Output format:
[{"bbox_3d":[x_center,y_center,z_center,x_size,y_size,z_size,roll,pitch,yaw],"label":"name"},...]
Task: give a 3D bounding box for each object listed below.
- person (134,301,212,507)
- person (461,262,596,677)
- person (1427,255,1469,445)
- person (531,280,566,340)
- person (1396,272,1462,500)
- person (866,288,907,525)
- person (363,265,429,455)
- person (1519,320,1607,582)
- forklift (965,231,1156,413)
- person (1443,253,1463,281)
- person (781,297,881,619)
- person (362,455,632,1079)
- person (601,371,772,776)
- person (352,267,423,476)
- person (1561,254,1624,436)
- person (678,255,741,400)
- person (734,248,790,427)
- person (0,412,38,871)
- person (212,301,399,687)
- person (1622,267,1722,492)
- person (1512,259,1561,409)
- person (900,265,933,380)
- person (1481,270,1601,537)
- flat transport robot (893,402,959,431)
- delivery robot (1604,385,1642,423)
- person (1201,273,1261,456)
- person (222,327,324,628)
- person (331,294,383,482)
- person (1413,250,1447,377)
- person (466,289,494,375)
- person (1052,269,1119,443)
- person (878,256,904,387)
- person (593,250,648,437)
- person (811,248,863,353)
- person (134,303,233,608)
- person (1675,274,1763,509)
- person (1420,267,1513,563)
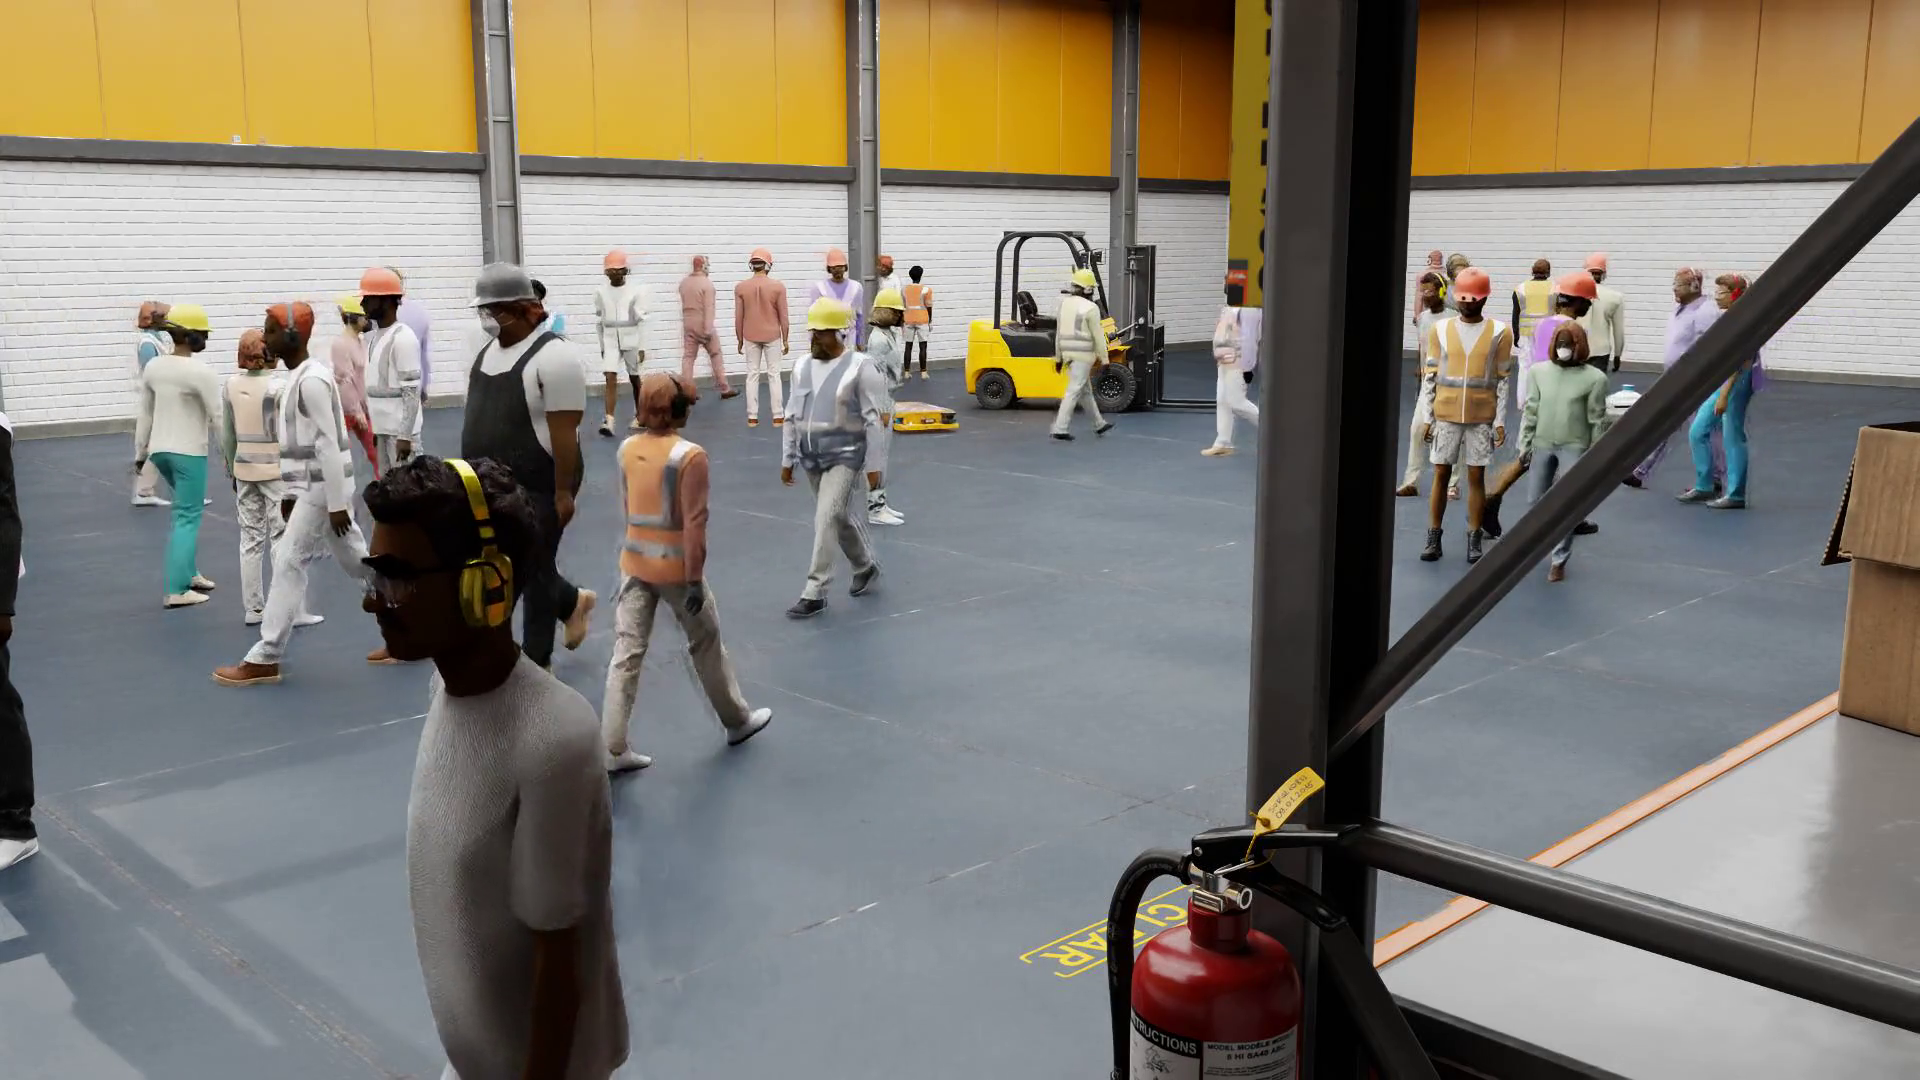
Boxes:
[{"bbox_3d":[-6.244,-1.054,13.060,0.592,1.617,0.531,-4,11,-21],"label":"person"},{"bbox_3d":[-2.027,-0.326,7.922,0.688,2.000,0.724,8,13,36],"label":"person"},{"bbox_3d":[5.023,-1.915,16.912,0.663,1.934,0.379,-5,12,-26],"label":"person"},{"bbox_3d":[-4.259,-1.800,16.913,0.547,1.684,0.502,0,10,2],"label":"person"},{"bbox_3d":[3.837,-1.224,13.419,0.628,1.838,0.522,-7,12,-33],"label":"person"},{"bbox_3d":[-0.548,-0.993,12.378,0.313,1.740,0.486,0,10,2],"label":"person"},{"bbox_3d":[-4.356,-1.206,13.126,0.842,1.910,0.648,6,12,28],"label":"person"},{"bbox_3d":[3.781,-0.571,10.404,0.496,1.613,0.544,8,13,38],"label":"person"},{"bbox_3d":[1.222,-2.721,20.561,2.313,2.155,1.214,2,11,13],"label":"forklift"},{"bbox_3d":[6.538,-2.827,21.945,0.535,1.897,0.649,-8,13,-38],"label":"person"},{"bbox_3d":[-0.724,-0.497,9.544,0.606,1.792,0.921,7,13,34],"label":"person"},{"bbox_3d":[-0.743,0.802,2.333,0.913,1.830,0.554,-8,13,-37],"label":"person"},{"bbox_3d":[-1.156,0.117,6.709,0.538,1.585,0.851,8,13,37],"label":"person"},{"bbox_3d":[-3.499,-0.698,10.230,0.364,1.939,0.542,-8,13,-37],"label":"person"},{"bbox_3d":[6.356,-1.900,16.782,0.641,1.952,1.018,4,11,20],"label":"person"},{"bbox_3d":[-3.294,-2.750,21.614,0.651,1.869,0.919,8,13,37],"label":"person"},{"bbox_3d":[-2.200,-2.249,18.562,0.611,1.985,0.393,1,10,4],"label":"person"},{"bbox_3d":[-3.374,0.166,5.571,0.588,1.920,0.392,4,11,22],"label":"person"},{"bbox_3d":[-3.094,-0.238,8.044,0.998,1.831,0.594,-5,11,-23],"label":"person"},{"bbox_3d":[5.943,-1.312,13.788,0.942,1.861,0.660,-1,10,-3],"label":"person"},{"bbox_3d":[7.069,-2.504,20.343,0.627,1.844,0.429,5,12,27],"label":"person"},{"bbox_3d":[-0.649,-3.218,24.661,0.529,1.690,0.319,4,11,20],"label":"person"},{"bbox_3d":[4.126,-0.942,11.689,0.942,1.898,0.559,-4,11,-21],"label":"person"},{"bbox_3d":[-0.574,-1.391,18.559,0.652,0.197,1.431,-4,11,-21],"label":"flat transport robot"},{"bbox_3d":[7.037,-1.394,17.543,0.707,0.478,0.477,-1,10,-3],"label":"delivery robot"},{"bbox_3d":[2.723,-1.692,15.973,0.705,1.822,0.633,-1,10,-5],"label":"person"},{"bbox_3d":[-3.760,-0.331,9.041,0.524,1.639,0.308,4,11,21],"label":"person"},{"bbox_3d":[-4.458,-0.953,12.242,0.955,1.709,0.534,1,10,6],"label":"person"},{"bbox_3d":[7.121,-3.392,25.018,0.640,1.905,0.410,-1,10,-5],"label":"person"},{"bbox_3d":[-3.477,-0.988,12.089,0.755,1.843,0.504,-8,13,-36],"label":"person"},{"bbox_3d":[1.310,-1.900,17.205,0.937,1.777,0.622,-6,12,-31],"label":"person"},{"bbox_3d":[-0.961,-3.050,23.319,0.383,1.852,0.674,2,11,10],"label":"person"},{"bbox_3d":[-3.643,-2.118,17.899,0.610,1.976,1.146,1,10,4],"label":"person"},{"bbox_3d":[-1.417,-2.338,19.035,0.609,2.005,1.017,-3,11,-16],"label":"person"},{"bbox_3d":[-4.485,-0.499,9.675,0.592,1.737,0.620,4,11,22],"label":"person"},{"bbox_3d":[5.904,-1.143,12.949,0.624,1.824,0.592,1,10,8],"label":"person"},{"bbox_3d":[3.289,-0.804,10.838,0.543,1.927,0.375,4,11,19],"label":"person"}]
